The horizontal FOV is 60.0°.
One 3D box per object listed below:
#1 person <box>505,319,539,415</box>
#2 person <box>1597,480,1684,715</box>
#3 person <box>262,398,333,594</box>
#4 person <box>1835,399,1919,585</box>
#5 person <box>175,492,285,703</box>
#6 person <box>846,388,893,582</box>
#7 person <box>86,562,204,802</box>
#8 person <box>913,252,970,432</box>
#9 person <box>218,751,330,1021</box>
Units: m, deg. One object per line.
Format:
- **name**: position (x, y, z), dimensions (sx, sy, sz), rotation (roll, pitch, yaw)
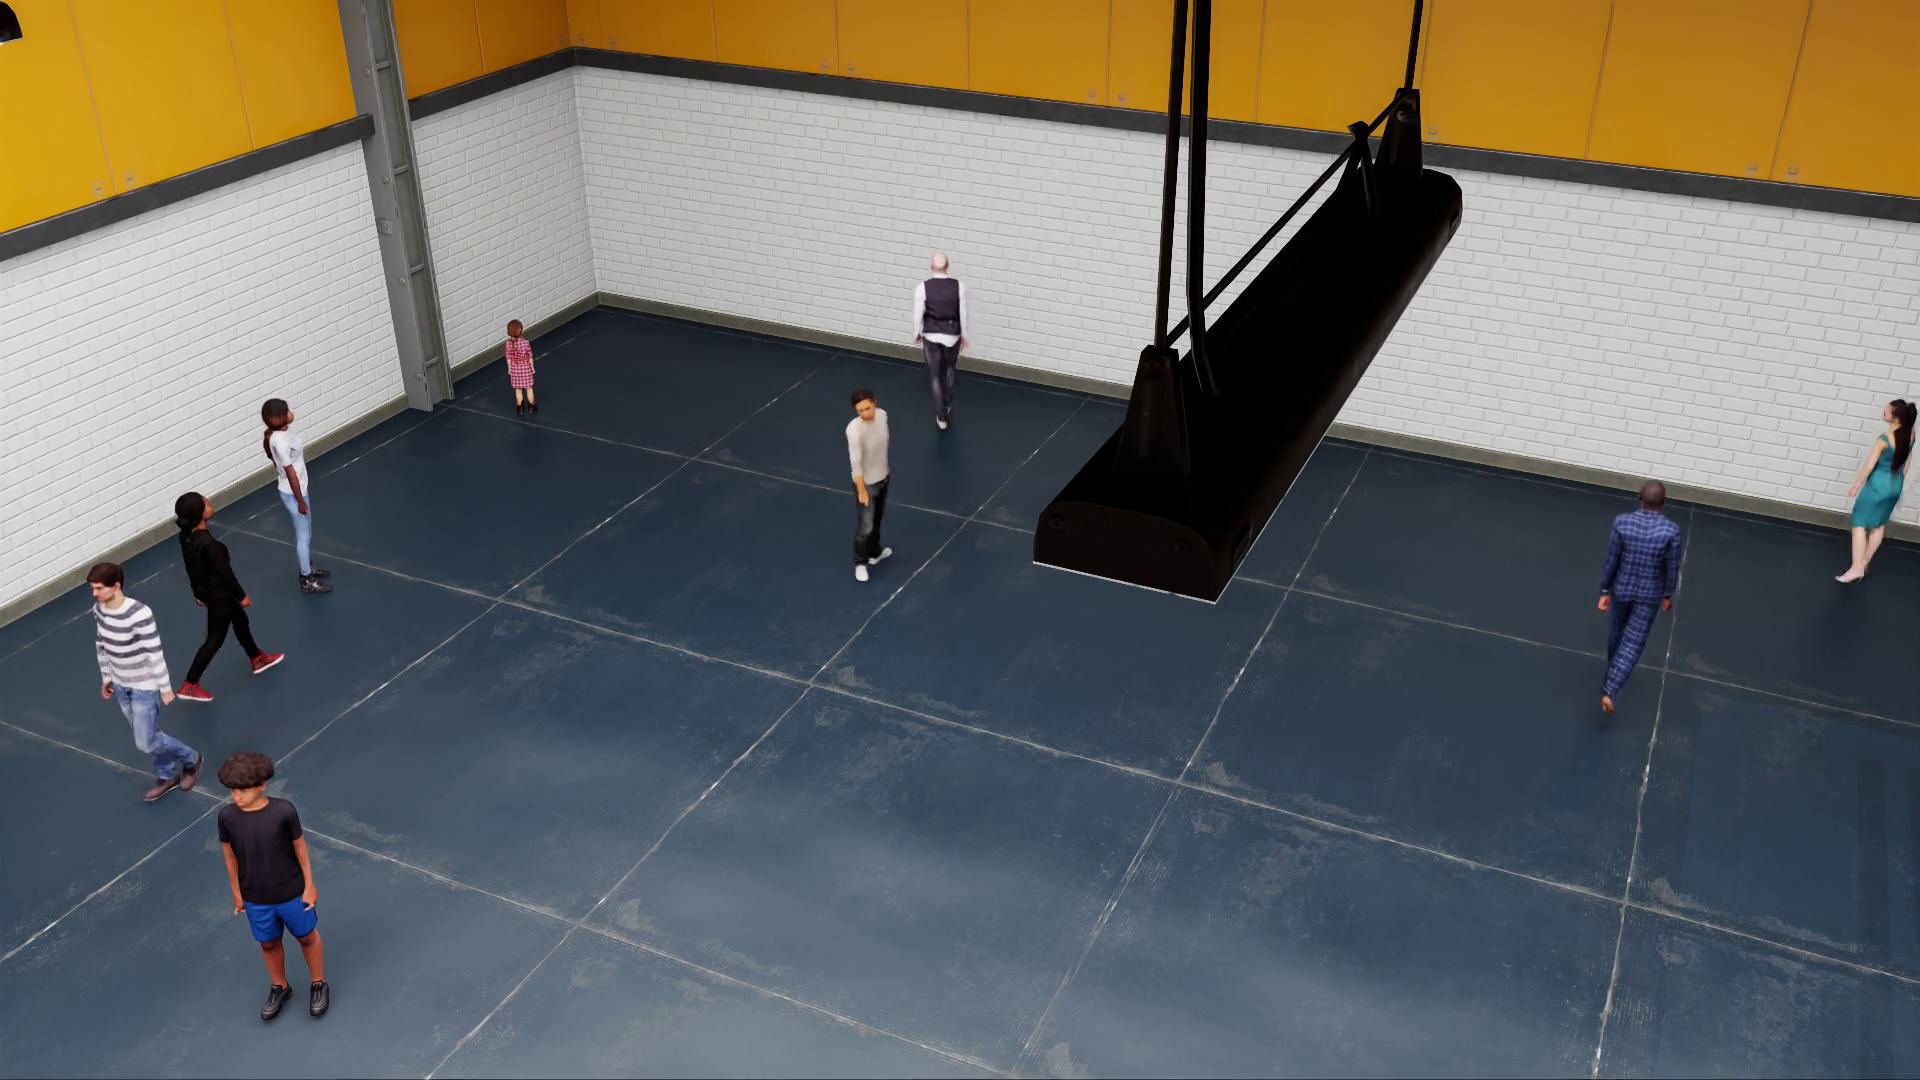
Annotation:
- **person**: position (-4.524, -1.787, 17.108), dimensions (0.503, 1.022, 0.552), rotation (-5, 29, -9)
- **person**: position (4.957, 0.438, 12.238), dimensions (0.804, 1.780, 1.199), rotation (19, 34, 31)
- **person**: position (-5.517, -0.385, 13.810), dimensions (0.721, 1.719, 0.661), rotation (-10, 30, -17)
- **person**: position (7.740, -0.419, 13.924), dimensions (0.694, 1.669, 0.734), rotation (0, 29, -1)
- **person**: position (-5.599, 0.451, 12.358), dimensions (0.831, 1.643, 1.168), rotation (25, 37, 37)
- **person**: position (-0.755, -0.539, 14.035), dimensions (0.862, 1.774, 0.499), rotation (8, 30, 15)
- **person**: position (-5.502, 0.919, 11.295), dimensions (0.670, 1.839, 0.691), rotation (14, 32, 25)
- **person**: position (-0.175, -1.955, 16.597), dimensions (0.965, 1.807, 1.051), rotation (-5, 29, -8)
- **person**: position (-3.897, 1.950, 9.451), dimensions (0.708, 1.795, 0.722), rotation (-3, 29, -5)
